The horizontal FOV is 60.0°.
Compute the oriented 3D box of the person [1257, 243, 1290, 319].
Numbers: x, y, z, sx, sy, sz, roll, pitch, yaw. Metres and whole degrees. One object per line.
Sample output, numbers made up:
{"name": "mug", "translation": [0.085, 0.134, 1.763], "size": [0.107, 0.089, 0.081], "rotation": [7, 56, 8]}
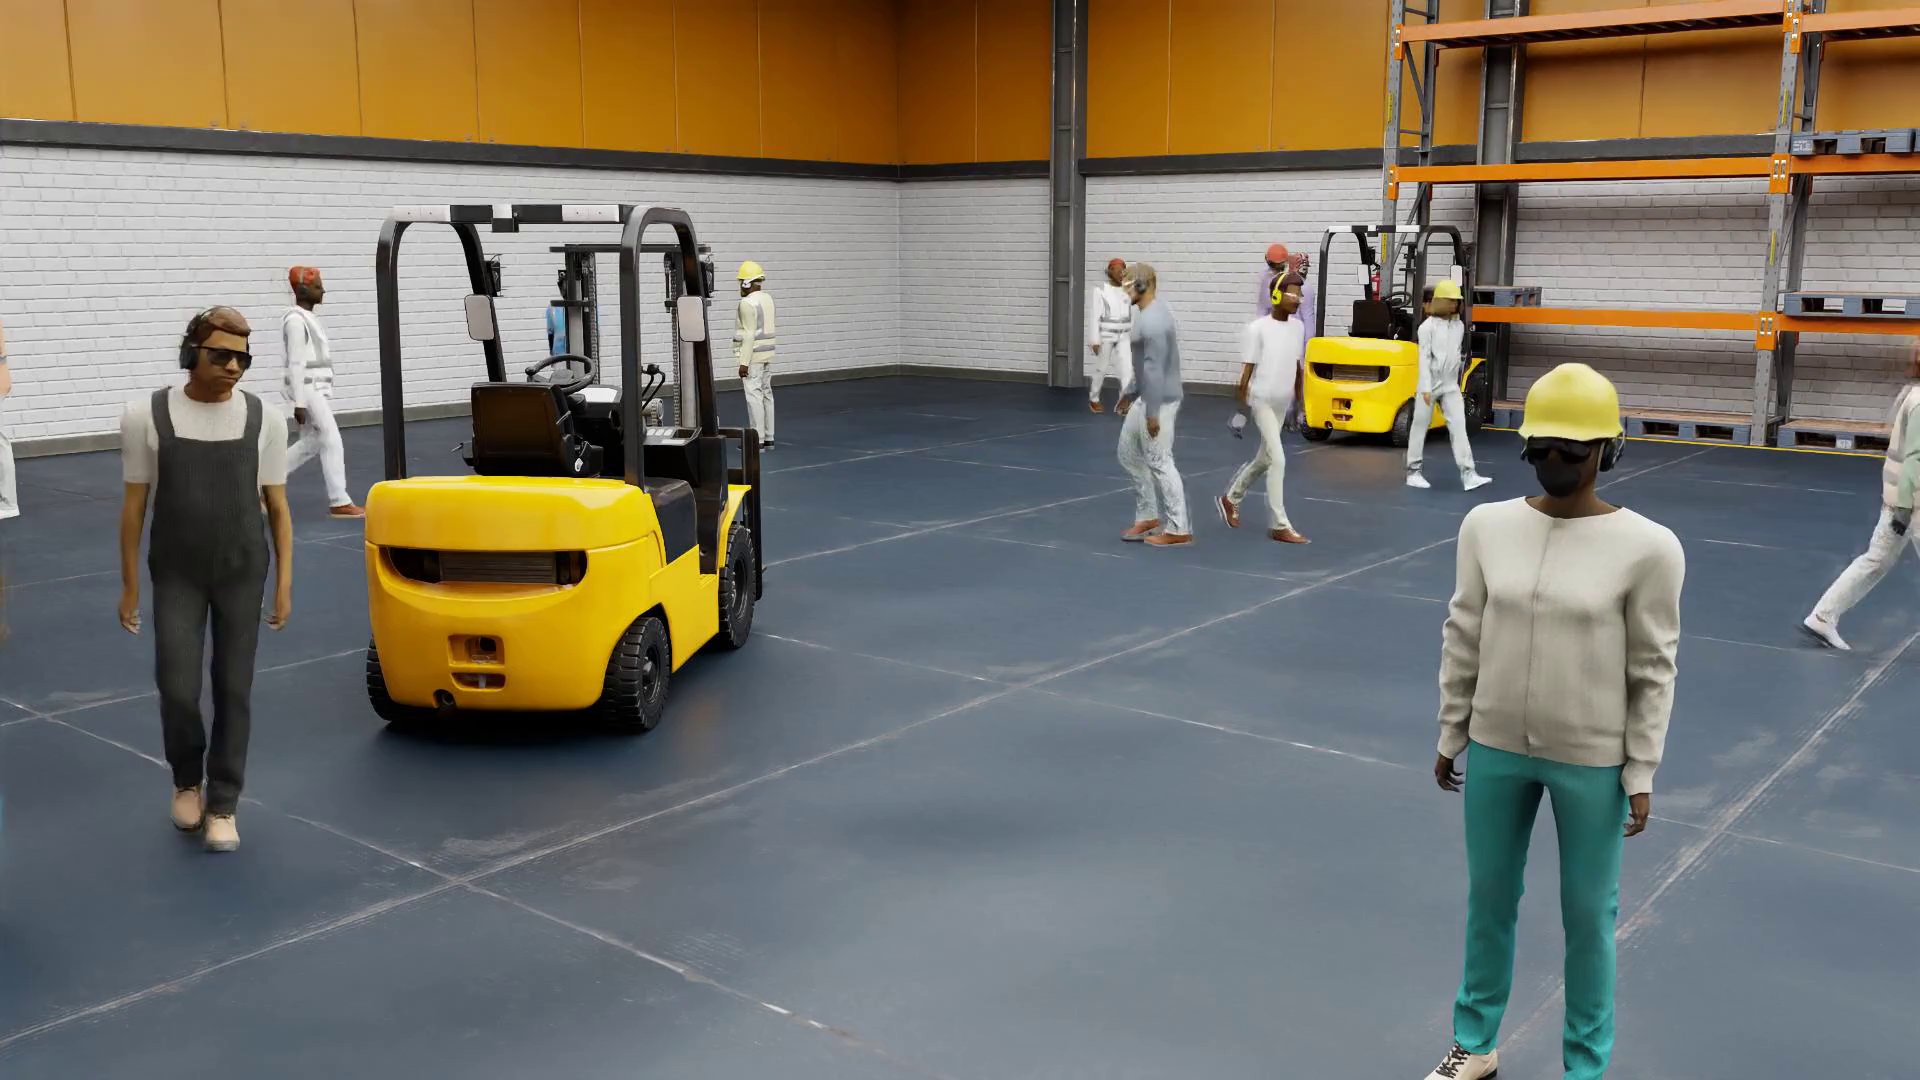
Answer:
{"name": "person", "translation": [3.789, -2.582, 20.175], "size": [0.391, 1.994, 0.698], "rotation": [2, 10, 11]}

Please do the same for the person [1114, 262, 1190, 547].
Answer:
{"name": "person", "translation": [1.297, -0.905, 11.150], "size": [0.562, 1.890, 0.663], "rotation": [1, 10, 4]}

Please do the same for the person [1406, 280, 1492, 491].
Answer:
{"name": "person", "translation": [3.938, -1.234, 13.439], "size": [0.505, 1.699, 0.876], "rotation": [-5, 11, -25]}

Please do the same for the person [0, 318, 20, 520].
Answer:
{"name": "person", "translation": [-7.115, -1.094, 12.098], "size": [0.383, 1.920, 0.585], "rotation": [-6, 12, -30]}

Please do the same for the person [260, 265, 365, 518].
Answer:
{"name": "person", "translation": [-4.797, -1.062, 12.099], "size": [0.839, 1.857, 0.583], "rotation": [-2, 11, -13]}

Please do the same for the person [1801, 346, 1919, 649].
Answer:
{"name": "person", "translation": [4.578, -0.204, 8.039], "size": [0.855, 1.598, 0.549], "rotation": [6, 12, 29]}

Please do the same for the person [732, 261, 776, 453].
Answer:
{"name": "person", "translation": [-1.985, -1.755, 16.004], "size": [0.404, 1.829, 0.600], "rotation": [3, 11, 17]}

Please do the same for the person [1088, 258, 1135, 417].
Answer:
{"name": "person", "translation": [1.767, -2.360, 19.370], "size": [0.581, 1.838, 0.989], "rotation": [-4, 11, -20]}

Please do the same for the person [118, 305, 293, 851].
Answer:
{"name": "person", "translation": [-2.490, 0.140, 5.521], "size": [0.556, 1.825, 0.407], "rotation": [-6, 12, -28]}

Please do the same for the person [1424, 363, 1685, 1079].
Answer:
{"name": "person", "translation": [1.335, 0.482, 3.788], "size": [0.525, 1.769, 0.308], "rotation": [8, 13, 37]}

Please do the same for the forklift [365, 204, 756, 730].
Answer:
{"name": "forklift", "translation": [-1.766, -0.406, 7.525], "size": [1.214, 2.155, 2.313], "rotation": [1, 10, 7]}

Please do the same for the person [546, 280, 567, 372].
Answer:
{"name": "person", "translation": [-4.150, -1.994, 17.825], "size": [0.543, 1.654, 0.864], "rotation": [0, 10, -2]}

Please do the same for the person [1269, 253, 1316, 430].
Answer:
{"name": "person", "translation": [3.607, -2.131, 17.908], "size": [0.402, 1.903, 0.642], "rotation": [-6, 12, -30]}

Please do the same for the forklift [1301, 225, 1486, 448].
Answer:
{"name": "forklift", "translation": [4.449, -2.115, 16.993], "size": [1.214, 2.155, 2.313], "rotation": [8, 13, 38]}

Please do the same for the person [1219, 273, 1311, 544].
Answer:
{"name": "person", "translation": [2.079, -0.924, 11.433], "size": [0.556, 1.833, 0.924], "rotation": [-7, 13, -36]}
